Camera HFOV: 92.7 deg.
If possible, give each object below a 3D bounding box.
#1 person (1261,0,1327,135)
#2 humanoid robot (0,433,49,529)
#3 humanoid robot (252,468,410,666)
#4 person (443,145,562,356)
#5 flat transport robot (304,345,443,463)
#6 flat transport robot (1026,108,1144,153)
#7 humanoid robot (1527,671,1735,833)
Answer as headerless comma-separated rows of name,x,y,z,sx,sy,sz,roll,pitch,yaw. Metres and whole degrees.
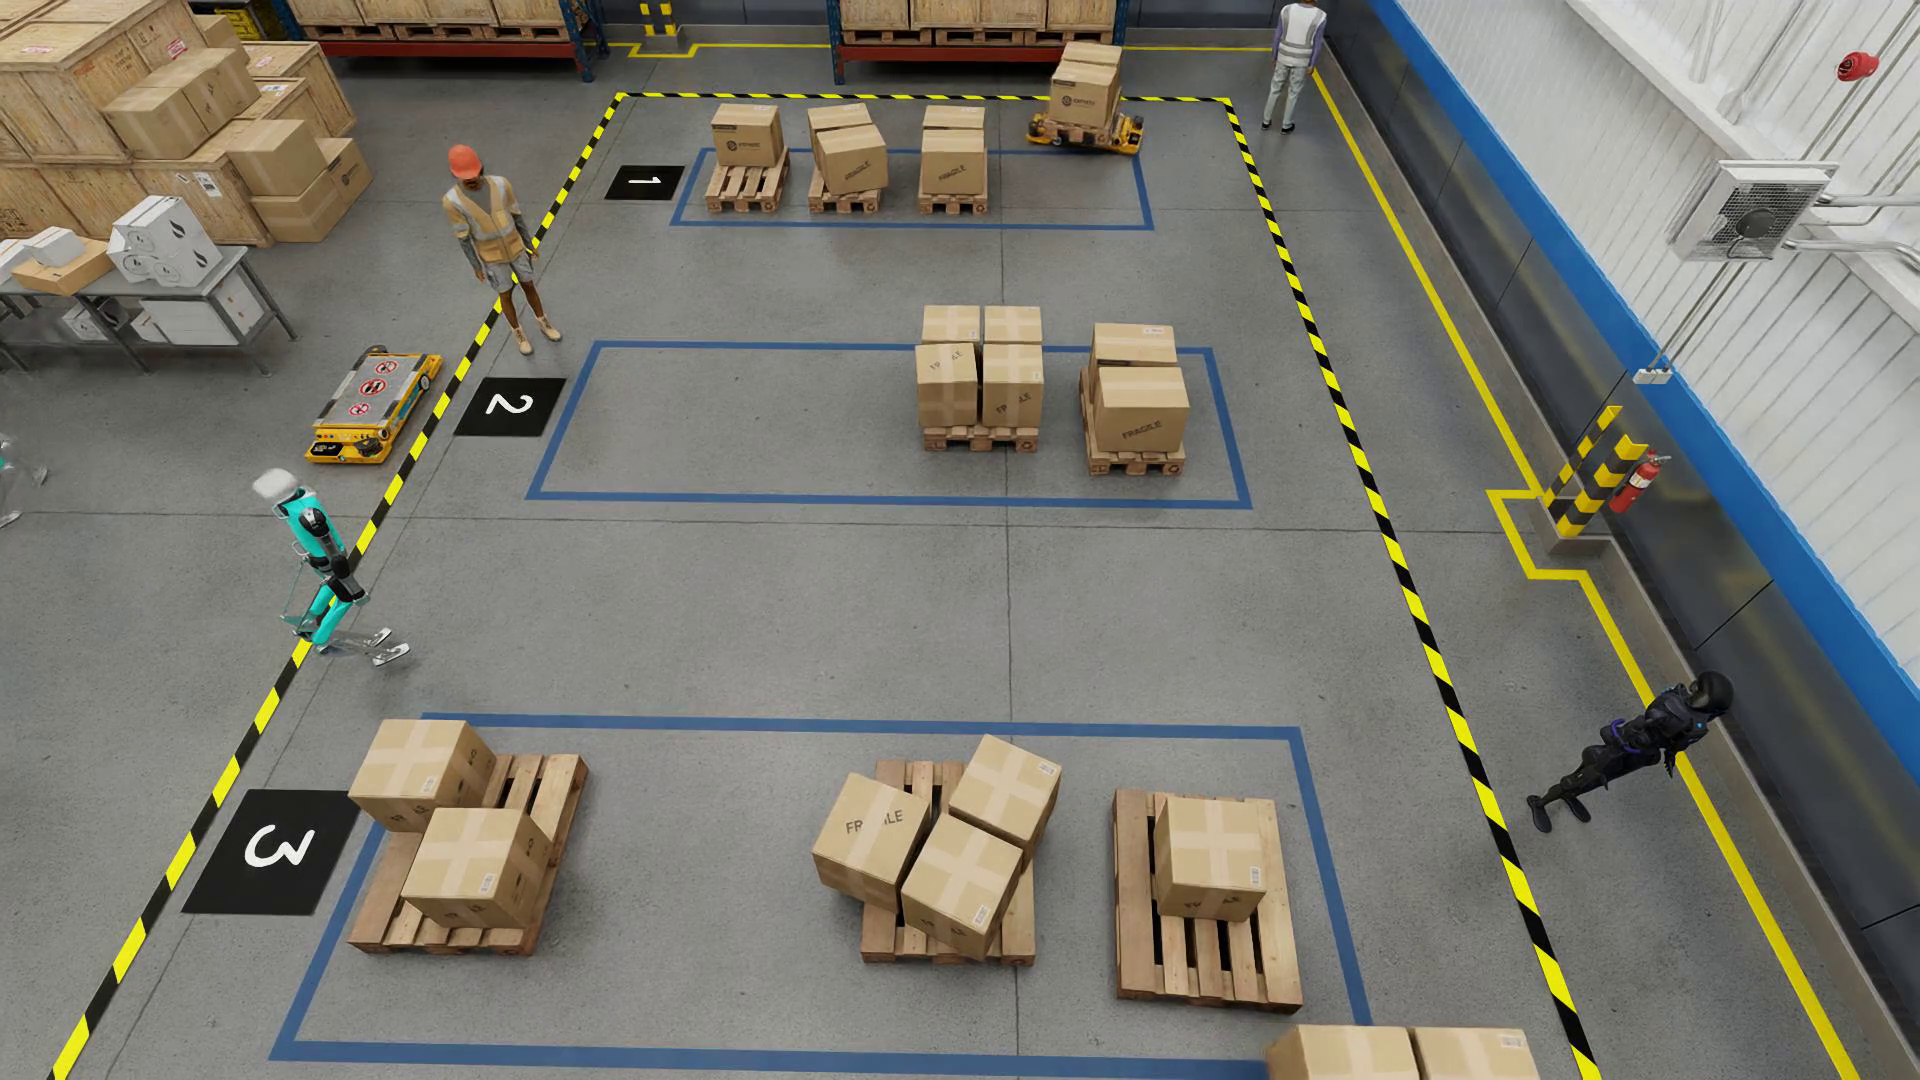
person,4.174,-6.019,11.432,0.592,1.837,0.404,25,54,20
humanoid robot,-7.898,-0.891,7.177,0.551,1.813,0.837,19,52,16
humanoid robot,-4.299,0.305,6.061,0.533,1.673,0.734,34,58,25
person,-4.207,-2.645,8.446,0.613,2.039,0.383,-35,58,-26
flat transport robot,-5.383,-1.269,8.441,0.659,0.231,1.431,1,50,1
flat transport robot,1.625,-5.324,11.854,1.431,0.197,0.652,10,51,9
humanoid robot,3.949,1.252,5.378,0.599,1.653,0.315,-8,50,-7
